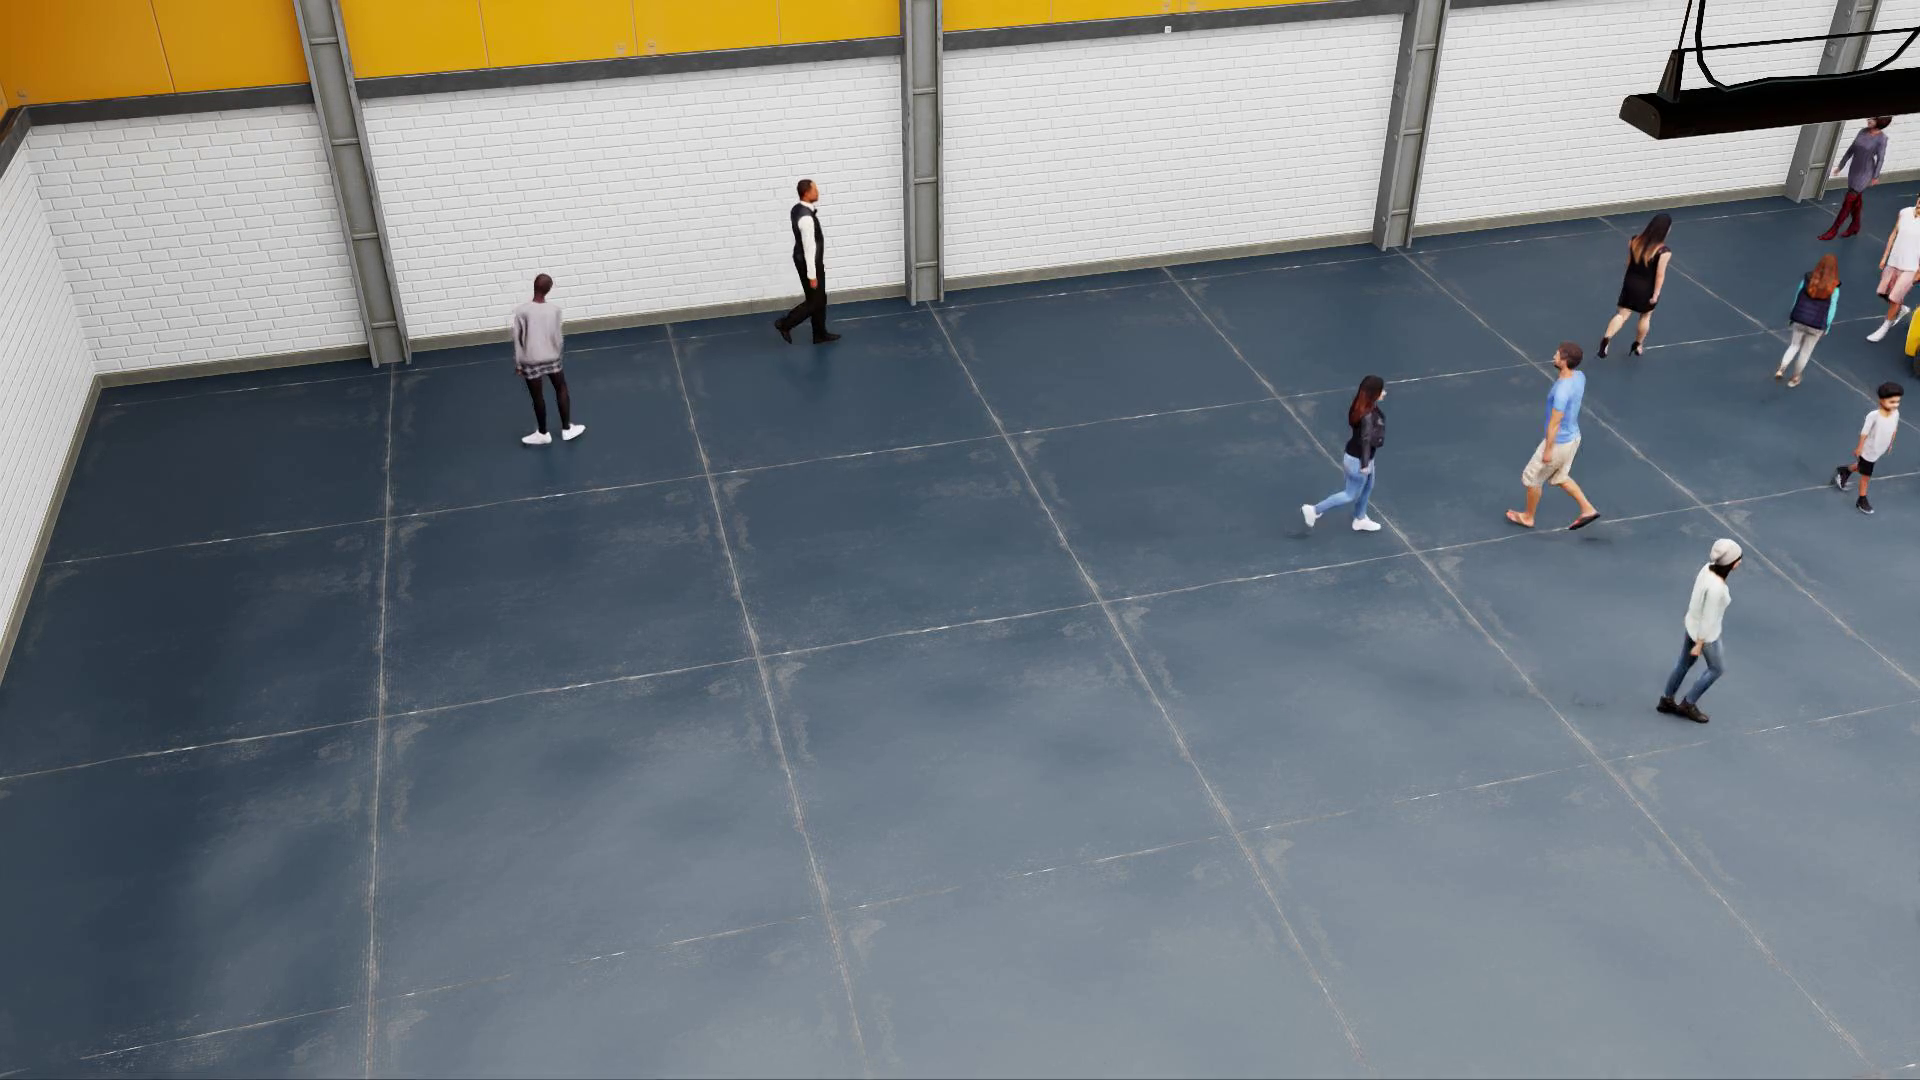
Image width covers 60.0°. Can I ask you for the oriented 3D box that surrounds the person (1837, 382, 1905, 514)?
[{"bbox_3d":[8.470,-0.920,15.473,0.786,1.243,0.572,-6,34,-10],"label":"person"}]

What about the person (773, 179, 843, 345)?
[{"bbox_3d":[-1.705,-2.956,17.942,0.965,1.901,0.692,-9,35,-13],"label":"person"}]

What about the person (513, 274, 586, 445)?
[{"bbox_3d":[-4.128,-1.736,16.245,0.897,1.747,0.629,29,43,36],"label":"person"}]

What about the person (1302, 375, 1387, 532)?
[{"bbox_3d":[3.493,-0.732,14.858,1.080,1.612,0.869,2,34,4],"label":"person"}]

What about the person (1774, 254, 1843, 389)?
[{"bbox_3d":[8.782,-2.240,17.237,0.786,1.489,0.705,-25,41,-33],"label":"person"}]

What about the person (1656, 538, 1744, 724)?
[{"bbox_3d":[5.594,0.673,12.722,0.715,1.637,0.678,6,34,9],"label":"person"}]

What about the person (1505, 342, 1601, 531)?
[{"bbox_3d":[5.433,-0.859,14.848,1.061,1.835,1.077,22,39,29],"label":"person"}]

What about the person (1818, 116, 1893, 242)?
[{"bbox_3d":[11.153,-4.506,20.467,0.895,1.688,0.580,-8,34,-11],"label":"person"}]

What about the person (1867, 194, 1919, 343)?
[{"bbox_3d":[10.386,-3.018,18.161,0.942,1.762,0.751,-15,36,-21],"label":"person"}]

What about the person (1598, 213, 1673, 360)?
[{"bbox_3d":[7.166,-2.641,17.656,1.114,1.694,0.918,-24,41,-32],"label":"person"}]
